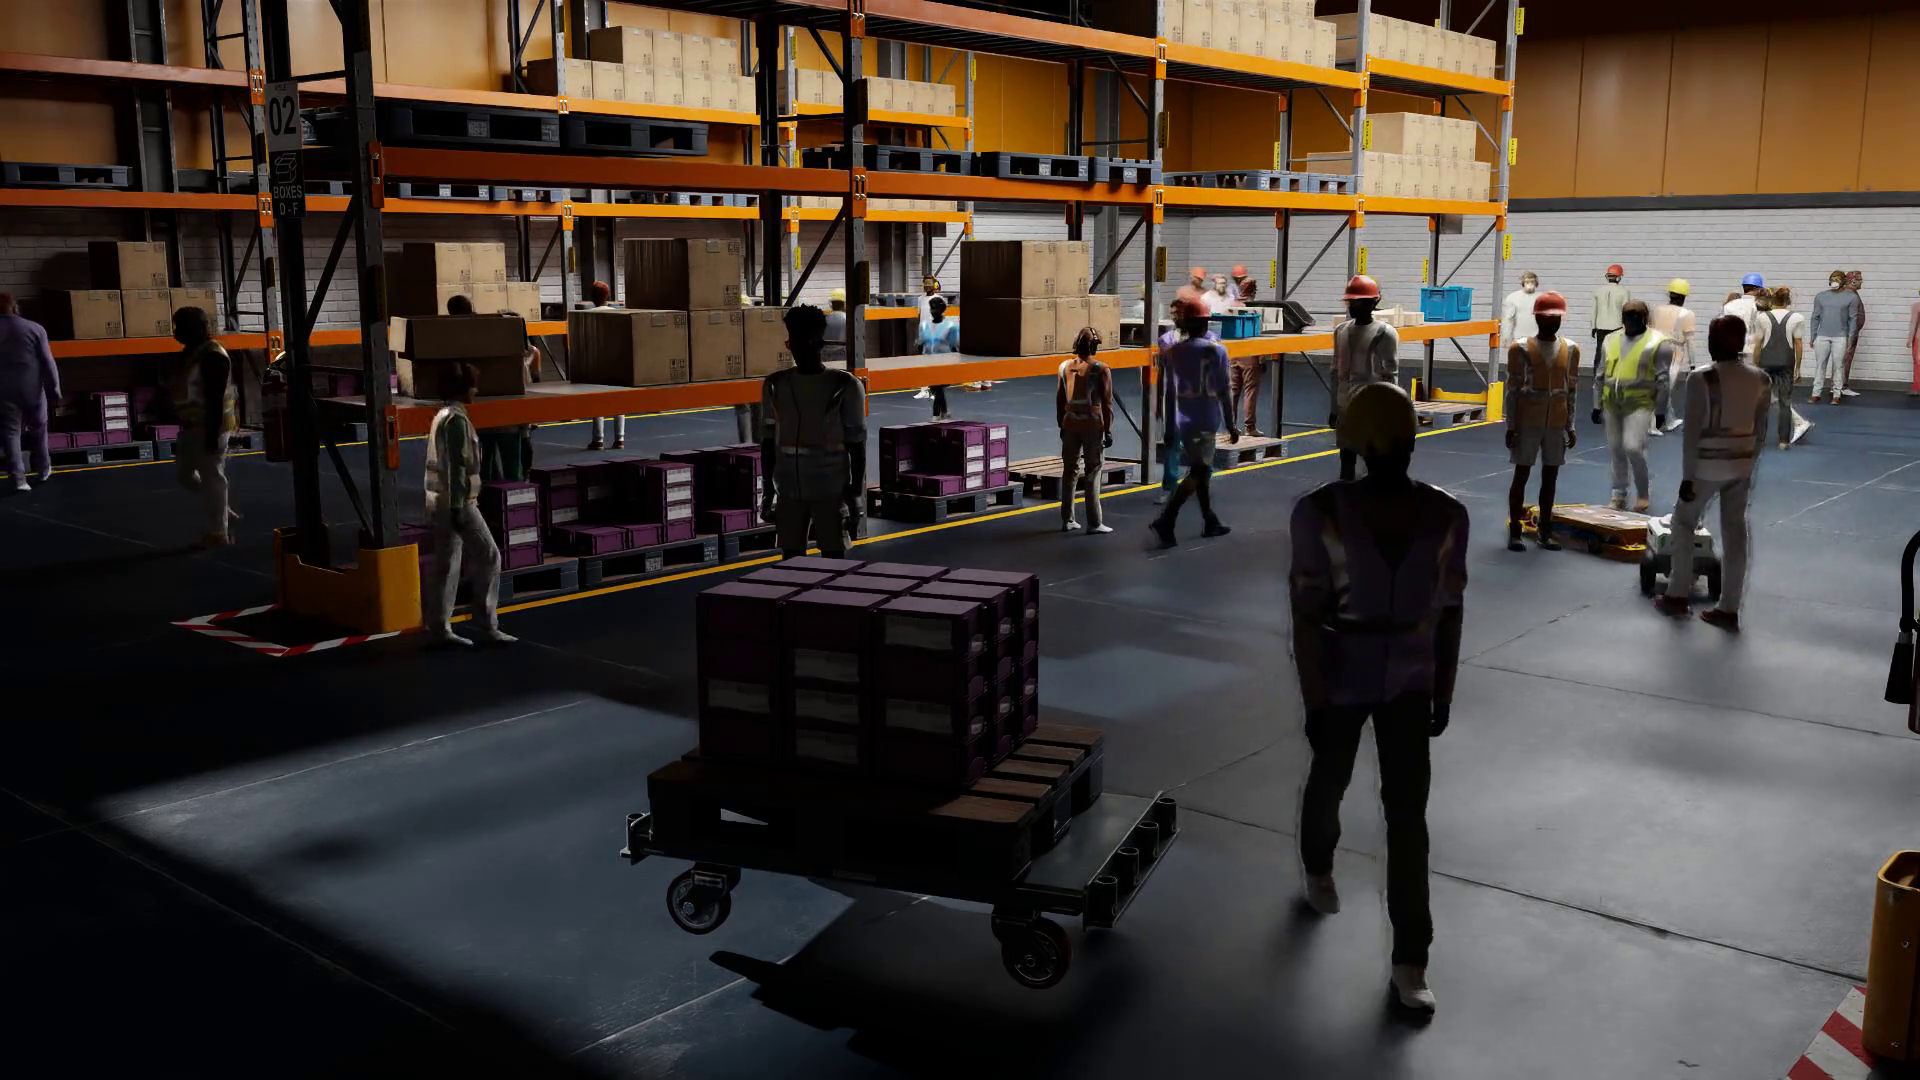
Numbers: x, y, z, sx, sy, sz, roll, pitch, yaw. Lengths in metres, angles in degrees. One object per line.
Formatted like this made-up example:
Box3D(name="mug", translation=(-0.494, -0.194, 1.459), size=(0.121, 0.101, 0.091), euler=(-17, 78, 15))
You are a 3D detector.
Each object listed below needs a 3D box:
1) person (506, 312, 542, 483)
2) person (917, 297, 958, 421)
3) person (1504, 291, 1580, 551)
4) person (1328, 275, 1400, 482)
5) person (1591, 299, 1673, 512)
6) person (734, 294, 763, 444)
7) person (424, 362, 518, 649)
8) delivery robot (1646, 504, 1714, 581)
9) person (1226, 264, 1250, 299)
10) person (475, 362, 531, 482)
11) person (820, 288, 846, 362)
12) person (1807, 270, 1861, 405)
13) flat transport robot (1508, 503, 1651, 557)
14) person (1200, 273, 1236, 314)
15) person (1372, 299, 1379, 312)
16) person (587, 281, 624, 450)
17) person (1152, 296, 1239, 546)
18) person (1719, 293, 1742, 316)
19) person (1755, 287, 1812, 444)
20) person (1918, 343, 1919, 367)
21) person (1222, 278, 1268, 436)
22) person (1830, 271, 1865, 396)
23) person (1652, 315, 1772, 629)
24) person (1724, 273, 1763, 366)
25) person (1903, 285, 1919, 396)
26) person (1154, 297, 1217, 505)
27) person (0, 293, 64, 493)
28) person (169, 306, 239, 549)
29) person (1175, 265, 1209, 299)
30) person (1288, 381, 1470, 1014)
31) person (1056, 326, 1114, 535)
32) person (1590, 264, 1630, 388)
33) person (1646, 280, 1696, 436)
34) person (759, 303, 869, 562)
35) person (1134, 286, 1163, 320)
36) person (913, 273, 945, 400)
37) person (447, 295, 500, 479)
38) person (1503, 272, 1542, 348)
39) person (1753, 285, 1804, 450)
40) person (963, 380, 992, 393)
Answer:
Box3D(name="person", translation=(-4.246, -1.342, 15.820), size=(0.530, 1.662, 0.838), euler=(-2, 10, -14))
Box3D(name="person", translation=(-0.255, -2.221, 20.832), size=(0.540, 1.662, 0.843), euler=(5, 11, 25))
Box3D(name="person", translation=(4.330, -0.877, 12.419), size=(0.554, 1.936, 0.444), euler=(0, 10, -1))
Box3D(name="person", translation=(3.137, -1.049, 13.071), size=(0.395, 2.044, 0.609), euler=(-8, 13, -38))
Box3D(name="person", translation=(5.698, -1.130, 14.174), size=(0.445, 1.830, 0.627), euler=(-7, 12, -36))
Box3D(name="person", translation=(-2.265, -1.743, 17.830), size=(0.628, 1.765, 0.933), euler=(-1, 10, -8))
Box3D(name="person", translation=(-2.772, -0.194, 9.389), size=(0.618, 1.610, 0.532), euler=(-5, 11, -27))
Box3D(name="delivery robot", translation=(4.786, 0.001, 11.060), size=(0.477, 0.478, 0.707), euler=(3, 10, 16))
Box3D(name="person", translation=(4.603, -3.563, 27.531), size=(0.634, 1.988, 0.755), euler=(-8, 13, -40))
Box3D(name="person", translation=(-3.485, -0.804, 12.478), size=(0.525, 1.765, 0.329), euler=(-1, 10, -4))
Box3D(name="person", translation=(-1.423, -1.989, 19.141), size=(0.622, 1.793, 0.718), euler=(7, 12, 35))
Box3D(name="person", translation=(12.608, -2.921, 24.028), size=(0.632, 1.940, 0.372), euler=(9, 13, 42))
Box3D(name="flat transport robot", translation=(4.896, -0.094, 12.680), size=(0.652, 0.197, 1.431), euler=(-3, 10, -17))
Box3D(name="person", translation=(3.898, -3.119, 25.328), size=(0.654, 1.878, 0.835), euler=(-3, 10, -16))
Box3D(name="person", translation=(6.921, -3.614, 28.423), size=(0.946, 1.788, 0.606), euler=(-2, 10, -10))
Box3D(name="person", translation=(-3.988, -1.943, 18.617), size=(0.583, 1.884, 0.350), euler=(-6, 12, -32))
Box3D(name="person", translation=(1.770, -0.911, 12.726), size=(0.555, 1.896, 0.969), euler=(10, 14, 44))
Box3D(name="person", translation=(11.586, -2.921, 25.001), size=(0.504, 1.596, 0.833), euler=(-3, 11, -19))
Box3D(name="person", translation=(9.352, -1.998, 19.149), size=(0.880, 1.830, 0.516), euler=(4, 11, 24))
Box3D(name="person", translation=(12.832, -2.400, 21.664), size=(0.554, 1.717, 0.891), euler=(9, 13, 42))
Box3D(name="person", translation=(3.447, -2.192, 20.012), size=(0.402, 1.899, 0.636), euler=(-8, 13, -40))
Box3D(name="person", translation=(13.671, -3.176, 25.574), size=(0.409, 1.908, 0.639), euler=(2, 10, 10))
Box3D(name="person", translation=(4.534, -0.427, 10.061), size=(0.602, 1.852, 0.787), euler=(-2, 10, -12))
Box3D(name="person", translation=(9.928, -2.391, 21.013), size=(0.402, 1.938, 0.604), euler=(-7, 12, -35))
Box3D(name="person", translation=(14.720, -3.073, 25.413), size=(0.524, 1.759, 0.337), euler=(-1, 10, -6))
Box3D(name="person", translation=(2.002, -1.230, 14.715), size=(0.609, 1.828, 0.643), euler=(7, 12, 33))
Box3D(name="person", translation=(-8.798, -1.382, 15.587), size=(0.725, 1.828, 1.013), euler=(-4, 11, -23))
Box3D(name="person", translation=(-5.692, -0.838, 12.502), size=(0.628, 1.828, 0.441), euler=(9, 14, 43))
Box3D(name="person", translation=(3.815, -3.539, 27.430), size=(0.632, 1.990, 0.450), euler=(-3, 10, -15))
Box3D(name="person", translation=(1.299, 0.416, 5.276), size=(0.581, 1.869, 1.042), euler=(0, 10, -1))
Box3D(name="person", translation=(0.988, -0.863, 13.163), size=(0.523, 1.638, 0.310), euler=(8, 13, 40))
Box3D(name="person", translation=(10.455, -3.422, 26.724), size=(0.623, 1.992, 0.396), euler=(9, 13, 42))
Box3D(name="person", translation=(8.596, -2.200, 20.119), size=(0.989, 1.863, 0.587), euler=(-7, 12, -35))
Box3D(name="person", translation=(-0.797, -0.274, 8.878), size=(0.614, 1.964, 0.361), euler=(3, 11, 19))
Box3D(name="person", translation=(2.936, -3.123, 25.776), size=(0.502, 1.715, 0.426), euler=(5, 11, 28))
Box3D(name="person", translation=(-0.459, -3.037, 24.871), size=(0.531, 1.876, 0.318), euler=(6, 12, 32))
Box3D(name="person", translation=(-4.017, -1.065, 13.652), size=(0.653, 1.872, 0.528), euler=(1, 10, 8))
Box3D(name="person", translation=(8.224, -2.924, 24.163), size=(0.641, 1.896, 0.967), euler=(2, 10, 13))
Box3D(name="person", translation=(9.147, -1.924, 18.637), size=(0.504, 1.840, 0.344), euler=(5, 11, 27))
Box3D(name="person", translation=(0.296, -3.271, 26.048), size=(0.361, 1.932, 0.630), euler=(7, 12, 34))
